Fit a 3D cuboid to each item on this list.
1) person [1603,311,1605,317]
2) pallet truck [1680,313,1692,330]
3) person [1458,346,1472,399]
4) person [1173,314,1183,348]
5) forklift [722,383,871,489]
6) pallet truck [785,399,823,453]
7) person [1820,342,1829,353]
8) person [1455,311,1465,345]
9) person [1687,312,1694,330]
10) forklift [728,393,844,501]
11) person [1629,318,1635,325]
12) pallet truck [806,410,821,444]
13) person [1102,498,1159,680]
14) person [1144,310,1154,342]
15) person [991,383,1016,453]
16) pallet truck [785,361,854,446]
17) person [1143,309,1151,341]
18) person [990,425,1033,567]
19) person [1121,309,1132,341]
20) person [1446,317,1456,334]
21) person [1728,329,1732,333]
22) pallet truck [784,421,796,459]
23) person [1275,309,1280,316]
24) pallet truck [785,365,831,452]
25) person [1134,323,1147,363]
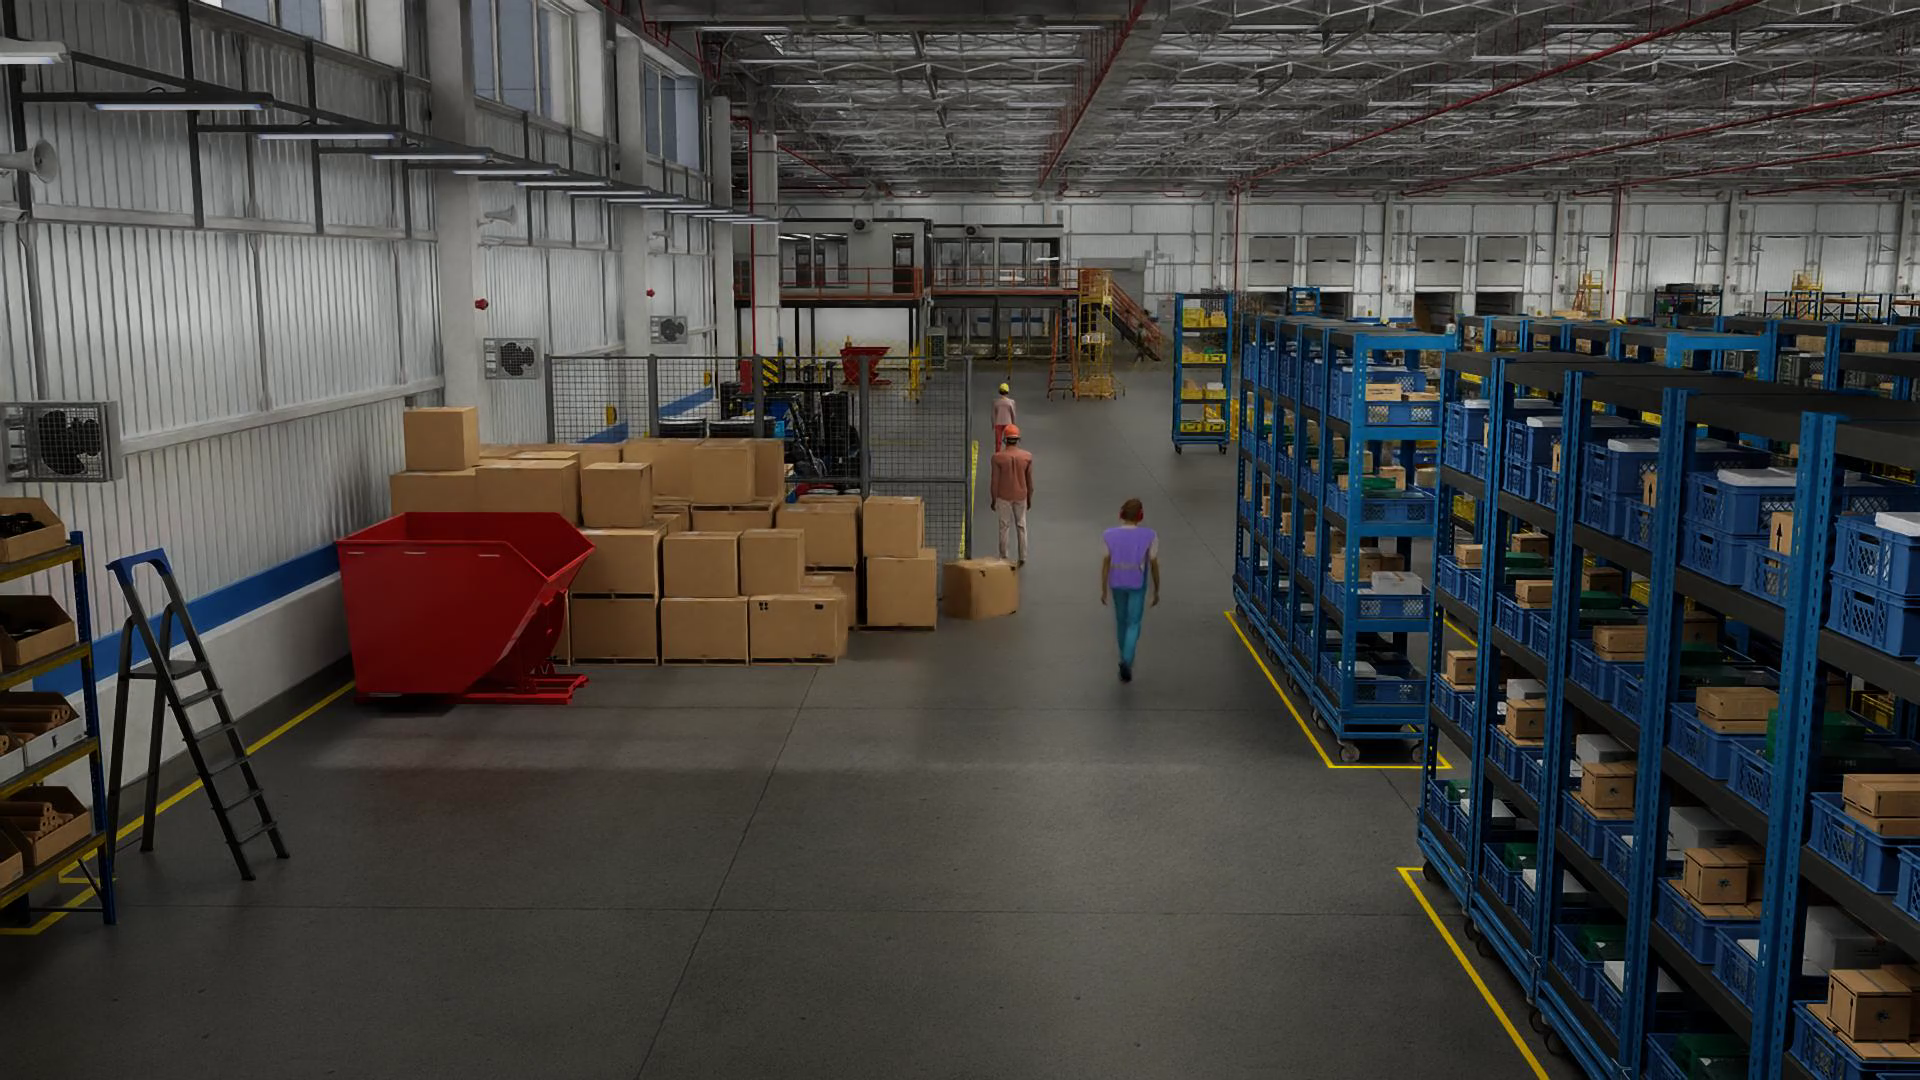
[{"bbox_3d":[35.719,-11.752,92.129,1.012,1.875,0.554,5,10,27],"label":"person"},{"bbox_3d":[36.315,-10.531,84.244,0.823,1.965,1.885,-6,11,-33],"label":"pallet truck"},{"bbox_3d":[15.597,-5.188,51.954,0.926,1.787,0.601,-4,10,-26],"label":"person"},{"bbox_3d":[11.516,-11.081,88.018,0.594,1.878,0.656,7,12,37],"label":"person"},{"bbox_3d":[-2.893,-1.687,28.729,2.680,1.987,1.157,0,9,-1],"label":"forklift"},{"bbox_3d":[-3.814,-2.432,36.419,1.630,1.274,0.653,0,9,1],"label":"pallet truck"},{"bbox_3d":[27.414,-5.336,52.659,0.641,1.852,1.043,1,9,7],"label":"person"},{"bbox_3d":[27.604,-11.708,91.803,0.590,1.905,0.781,-7,11,-36],"label":"person"},{"bbox_3d":[39.279,-11.319,89.412,0.605,1.905,0.587,-7,11,-36],"label":"person"},{"bbox_3d":[-2.979,-1.316,26.476,2.680,1.987,1.157,0,9,1],"label":"forklift"},{"bbox_3d":[30.757,-9.218,76.414,0.859,1.905,0.578,6,11,31],"label":"person"},{"bbox_3d":[-3.559,-2.018,33.905,1.522,1.261,0.704,0,9,-1],"label":"pallet truck"},{"bbox_3d":[1.708,0.489,16.855,0.575,1.816,0.869,3,10,17],"label":"person"},{"bbox_3d":[10.838,-12.369,96.141,0.951,1.827,0.536,-5,10,-27],"label":"person"},{"bbox_3d":[0.910,-2.378,34.656,0.523,1.769,0.322,2,9,12],"label":"person"},{"bbox_3d":[-3.410,-3.193,38.978,1.885,1.965,0.823,0,9,-1],"label":"pallet truck"},{"bbox_3d":[11.016,-12.611,97.602,0.517,1.822,0.650,3,10,19],"label":"person"},{"bbox_3d":[0.711,-0.598,22.975,0.611,1.995,0.380,-3,10,-16],"label":"person"},{"bbox_3d":[9.818,-12.459,96.554,0.987,1.864,0.593,-2,9,-13],"label":"person"},{"bbox_3d":[23.669,-9.828,80.326,0.650,1.869,0.581,-6,11,-33],"label":"person"},{"bbox_3d":[29.808,-7.331,64.596,0.607,1.966,0.367,-7,11,-35],"label":"person"},{"bbox_3d":[-4.013,-1.793,32.705,1.601,1.201,0.680,0,9,1],"label":"pallet truck"},{"bbox_3d":[18.266,-12.385,95.984,0.994,1.892,0.640,4,10,21],"label":"person"},{"bbox_3d":[-3.774,-2.976,37.635,1.885,1.965,0.823,1,9,5],"label":"pallet truck"},{"bbox_3d":[7.968,-8.684,73.417,0.847,1.824,0.518,-8,12,-40],"label":"person"}]
